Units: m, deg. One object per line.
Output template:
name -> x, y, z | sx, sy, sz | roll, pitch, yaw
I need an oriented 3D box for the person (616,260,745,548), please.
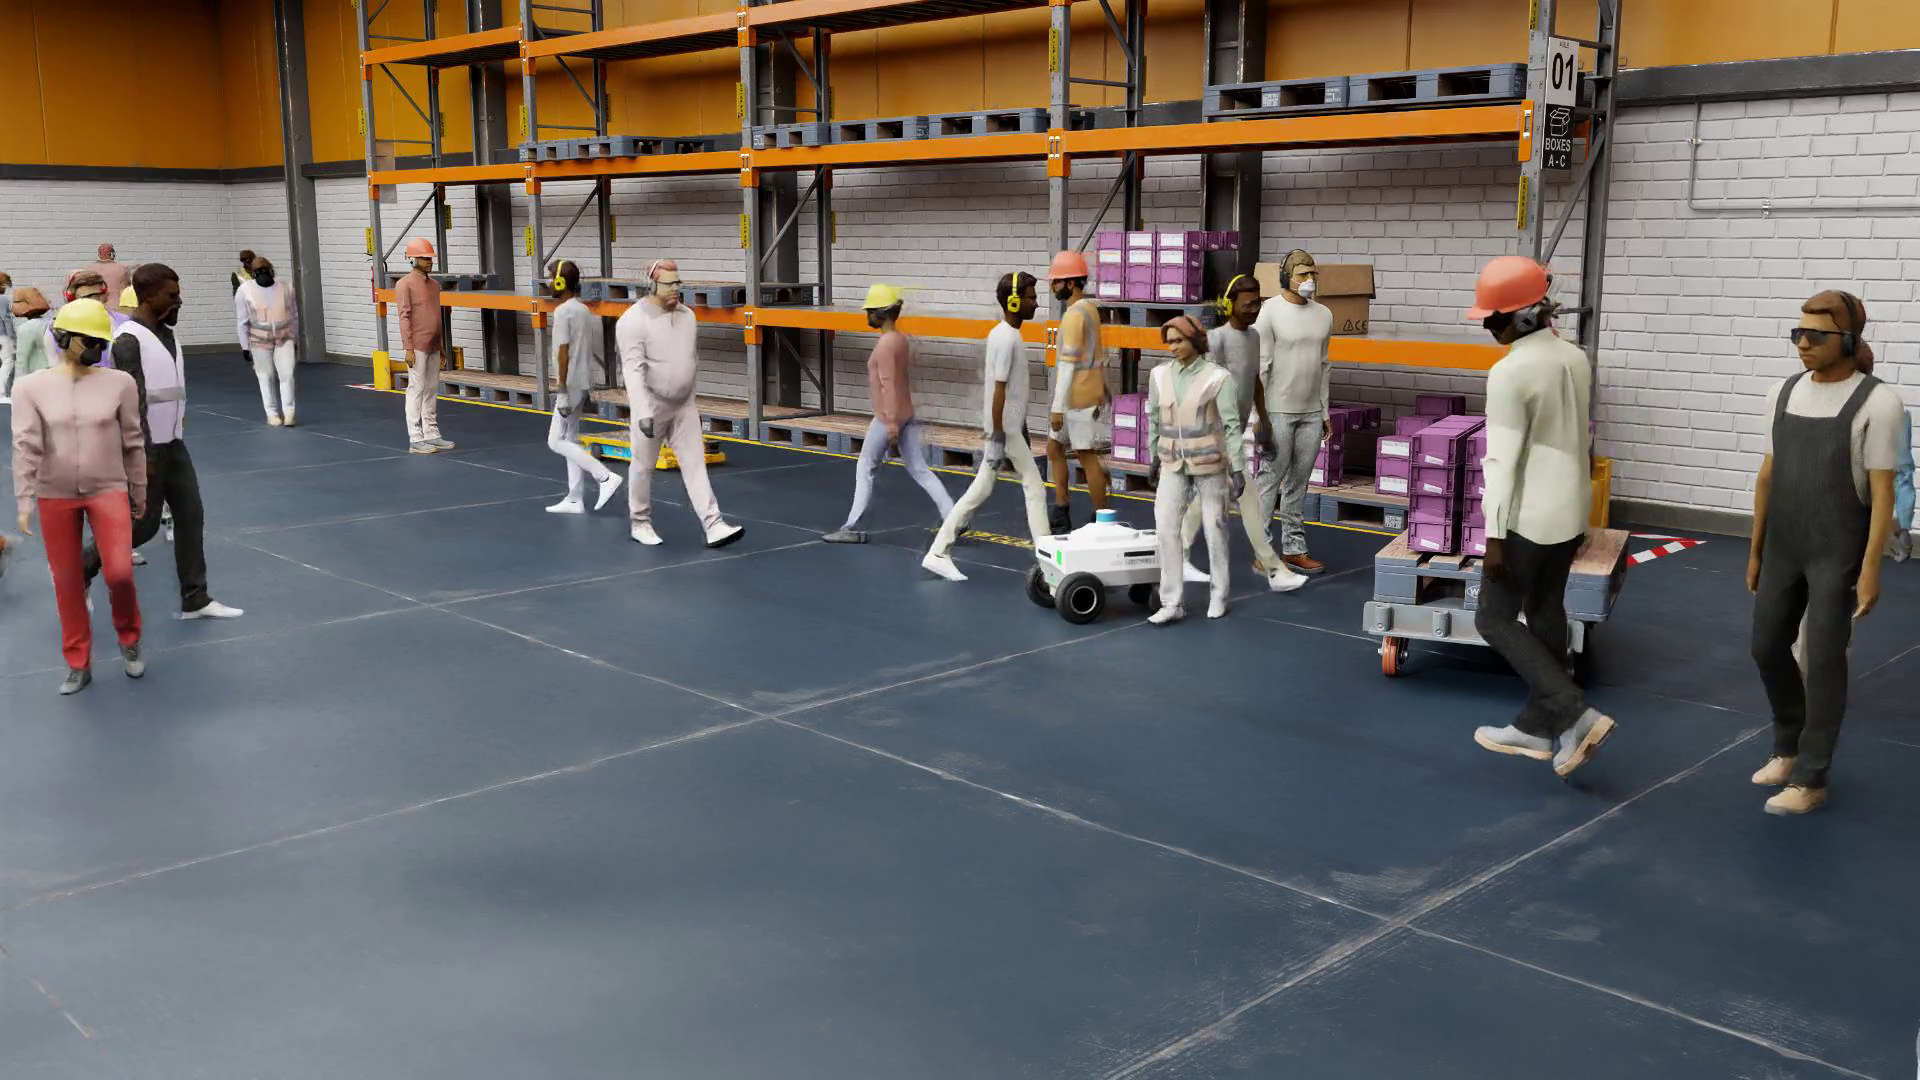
person -> -1.841, -0.847, 10.643 | 0.971, 1.854, 0.671 | 9, 14, 42

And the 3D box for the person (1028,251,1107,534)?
person -> 0.694, -0.938, 10.991 | 0.741, 1.910, 0.564 | 2, 11, 13

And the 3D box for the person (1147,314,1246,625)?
person -> 1.200, -0.356, 8.630 | 0.636, 1.600, 0.733 | 7, 13, 34

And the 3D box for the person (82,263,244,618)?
person -> -4.279, -0.490, 8.664 | 0.817, 1.891, 0.605 | 0, 10, -2

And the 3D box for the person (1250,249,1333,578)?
person -> 1.972, -0.746, 9.892 | 0.631, 1.940, 0.372 | -7, 12, -33

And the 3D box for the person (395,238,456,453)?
person -> -5.018, -1.818, 15.582 | 0.381, 1.994, 0.615 | 3, 11, 14

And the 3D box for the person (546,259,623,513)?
person -> -2.758, -1.090, 12.001 | 0.527, 1.851, 0.543 | 2, 11, 9

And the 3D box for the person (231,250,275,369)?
person -> -10.612, -3.478, 25.180 | 0.726, 1.803, 0.471 | -8, 13, -37

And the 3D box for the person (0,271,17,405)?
person -> -11.520, -2.416, 19.950 | 0.598, 1.602, 0.345 | 6, 12, 31

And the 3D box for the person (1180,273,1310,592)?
person -> 1.575, -0.600, 9.465 | 0.948, 1.807, 0.500 | 6, 12, 29

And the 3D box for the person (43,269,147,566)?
person -> -5.270, -0.743, 10.192 | 0.489, 1.818, 0.612 | 7, 12, 32

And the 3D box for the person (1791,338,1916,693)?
person -> 3.650, -0.033, 6.905 | 0.528, 1.608, 0.736 | 4, 11, 21

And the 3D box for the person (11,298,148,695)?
person -> -3.871, -0.182, 7.337 | 0.533, 1.749, 0.390 | -5, 12, -26

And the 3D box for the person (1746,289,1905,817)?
person -> 3.015, 0.046, 5.852 | 0.417, 1.845, 0.535 | -5, 12, -27

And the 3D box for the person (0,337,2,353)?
person -> -10.336, -2.102, 17.280 | 0.649, 1.934, 0.832 | -7, 12, -33

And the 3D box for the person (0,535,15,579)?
person -> -5.786, -0.614, 9.236 | 0.813, 1.915, 0.639 | -3, 11, -16

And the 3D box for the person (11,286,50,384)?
person -> -7.430, -1.221, 13.365 | 0.423, 1.618, 0.501 | -1, 10, -8

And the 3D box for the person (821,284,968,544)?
person -> -0.400, -0.805, 10.816 | 0.953, 1.718, 0.526 | 3, 11, 17

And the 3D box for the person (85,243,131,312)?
person -> -12.155, -3.288, 23.842 | 0.651, 1.907, 0.409 | -1, 10, -7

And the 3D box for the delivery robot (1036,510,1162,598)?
delivery robot -> 0.778, 0.080, 8.904 | 0.707, 0.478, 0.477 | -4, 11, -19

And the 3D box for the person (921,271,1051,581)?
person -> 0.241, -0.640, 9.667 | 1.002, 1.826, 0.531 | -1, 10, -5

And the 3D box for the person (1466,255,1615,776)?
person -> 2.186, -0.066, 6.156 | 0.691, 1.954, 0.614 | -8, 13, -37

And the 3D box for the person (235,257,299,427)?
person -> -7.264, -2.068, 17.511 | 0.623, 1.791, 0.837 | -6, 12, -28

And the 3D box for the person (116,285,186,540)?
person -> -5.447, -0.853, 11.128 | 0.813, 1.700, 0.499 | 3, 11, 18

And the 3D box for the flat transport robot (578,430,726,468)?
flat transport robot -> -2.809, -0.830, 14.900 | 1.431, 0.197, 0.652 | 10, 14, 42
